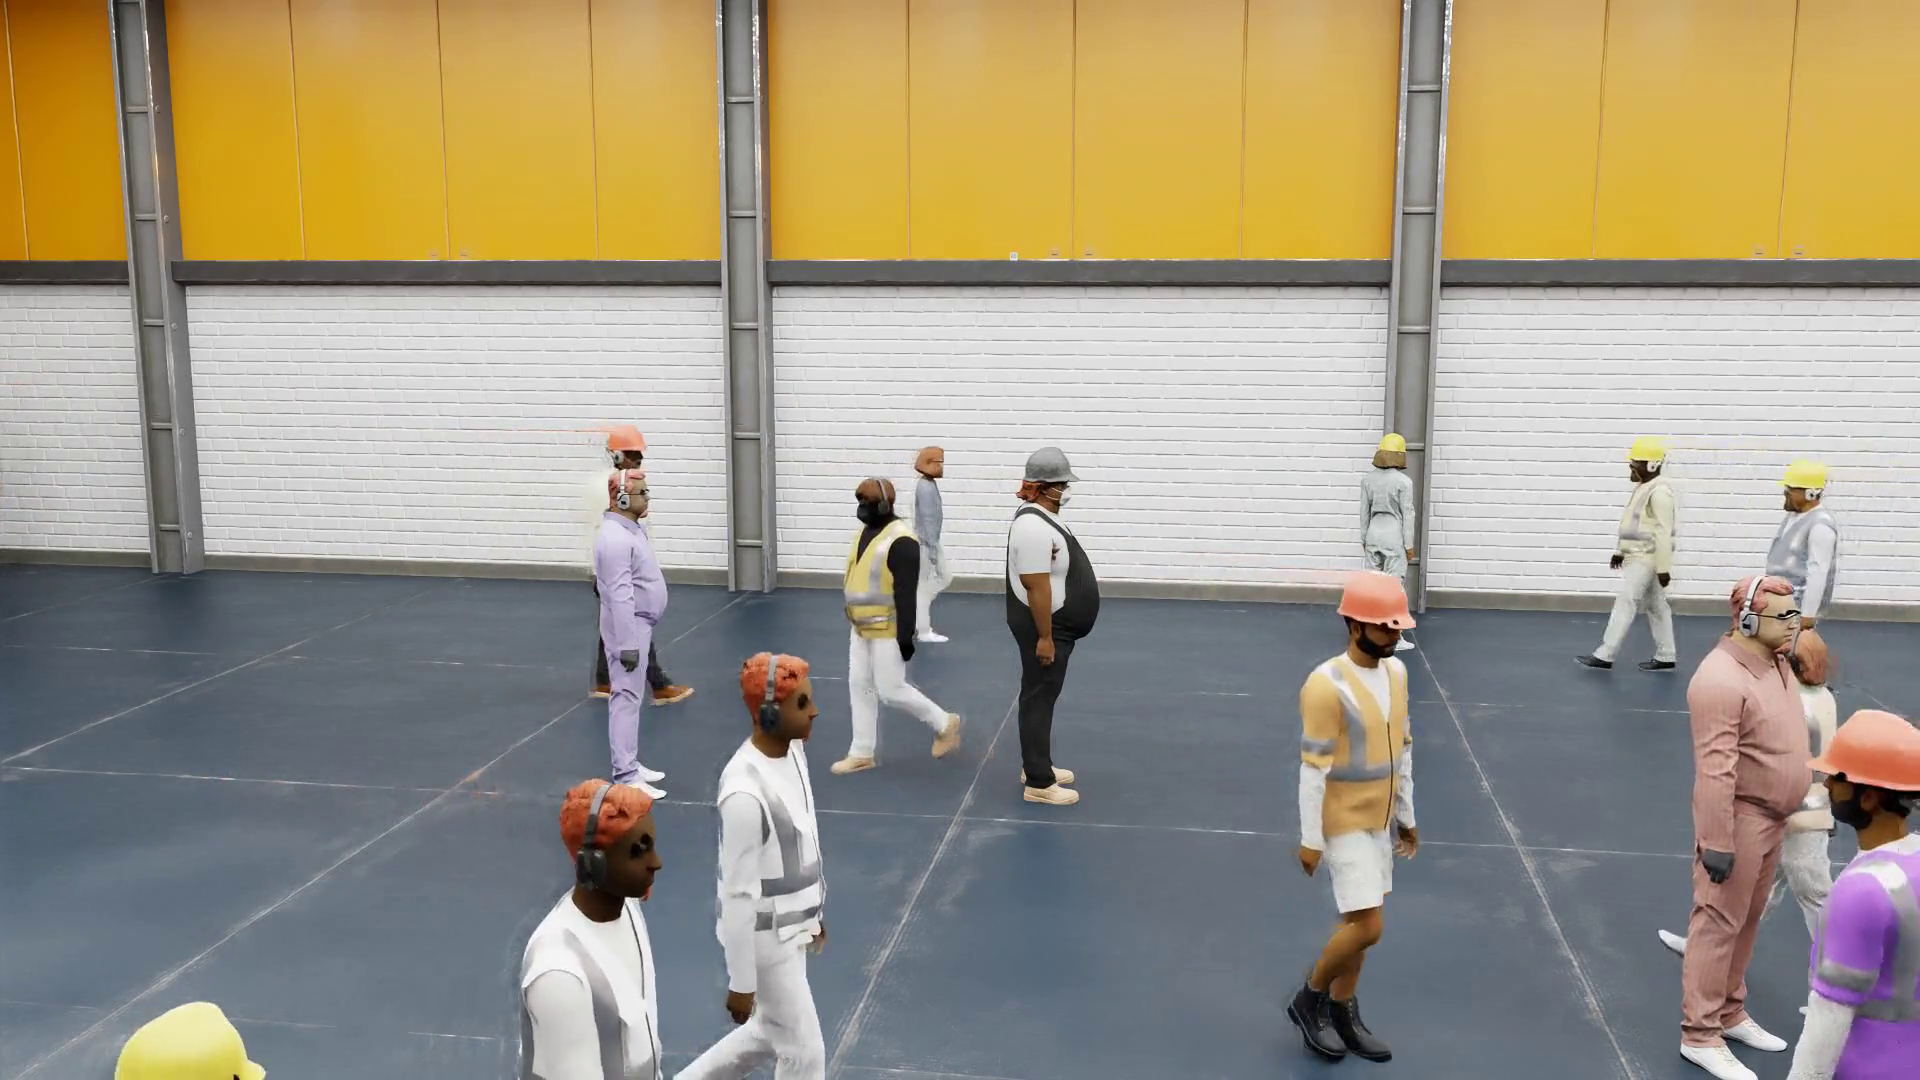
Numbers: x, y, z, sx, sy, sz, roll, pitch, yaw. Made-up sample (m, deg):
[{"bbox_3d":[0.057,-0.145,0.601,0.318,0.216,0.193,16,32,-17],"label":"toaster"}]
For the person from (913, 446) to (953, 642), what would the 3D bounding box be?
[{"bbox_3d":[-0.218,0.038,13.530,0.341,1.619,0.531,1,9,3],"label":"person"}]

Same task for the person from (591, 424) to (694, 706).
[{"bbox_3d":[-2.208,0.180,11.612,0.905,1.960,0.647,2,9,12],"label":"person"}]

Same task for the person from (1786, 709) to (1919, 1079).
[{"bbox_3d":[2.444,1.386,4.443,1.062,1.887,0.557,9,13,42],"label":"person"}]

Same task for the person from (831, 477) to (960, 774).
[{"bbox_3d":[-0.402,0.514,10.041,0.703,1.824,0.631,-5,11,-29],"label":"person"}]

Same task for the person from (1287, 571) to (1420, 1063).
[{"bbox_3d":[1.538,1.061,6.341,0.542,1.923,0.399,-9,13,-44],"label":"person"}]

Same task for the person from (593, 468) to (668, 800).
[{"bbox_3d":[-1.892,0.535,9.612,0.408,1.908,0.646,-2,9,-10],"label":"person"}]

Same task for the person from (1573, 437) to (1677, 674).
[{"bbox_3d":[5.038,0.121,12.510,0.856,1.796,0.597,3,10,15],"label":"person"}]

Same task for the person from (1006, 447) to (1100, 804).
[{"bbox_3d":[0.533,0.474,9.575,0.537,2.000,0.682,0,9,2],"label":"person"}]

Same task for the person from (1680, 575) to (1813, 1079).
[{"bbox_3d":[2.988,1.071,6.306,0.409,1.907,0.651,8,12,42],"label":"person"}]

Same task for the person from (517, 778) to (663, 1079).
[{"bbox_3d":[-0.771,1.478,3.976,0.936,1.841,0.601,1,9,7],"label":"person"}]

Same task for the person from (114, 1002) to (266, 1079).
[{"bbox_3d":[-1.414,1.694,3.047,0.542,1.721,0.918,6,11,31],"label":"person"}]

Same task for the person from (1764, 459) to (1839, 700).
[{"bbox_3d":[5.508,0.373,10.871,0.460,1.818,0.615,2,9,9],"label":"person"}]

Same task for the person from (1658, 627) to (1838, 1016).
[{"bbox_3d":[3.359,1.142,6.836,0.886,1.589,0.539,8,12,39],"label":"person"}]

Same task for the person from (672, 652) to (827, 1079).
[{"bbox_3d":[-0.667,1.257,5.307,0.765,1.866,0.593,1,9,5],"label":"person"}]

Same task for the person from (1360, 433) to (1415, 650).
[{"bbox_3d":[3.436,0.013,13.341,0.302,1.741,0.484,-8,12,-42],"label":"person"}]
